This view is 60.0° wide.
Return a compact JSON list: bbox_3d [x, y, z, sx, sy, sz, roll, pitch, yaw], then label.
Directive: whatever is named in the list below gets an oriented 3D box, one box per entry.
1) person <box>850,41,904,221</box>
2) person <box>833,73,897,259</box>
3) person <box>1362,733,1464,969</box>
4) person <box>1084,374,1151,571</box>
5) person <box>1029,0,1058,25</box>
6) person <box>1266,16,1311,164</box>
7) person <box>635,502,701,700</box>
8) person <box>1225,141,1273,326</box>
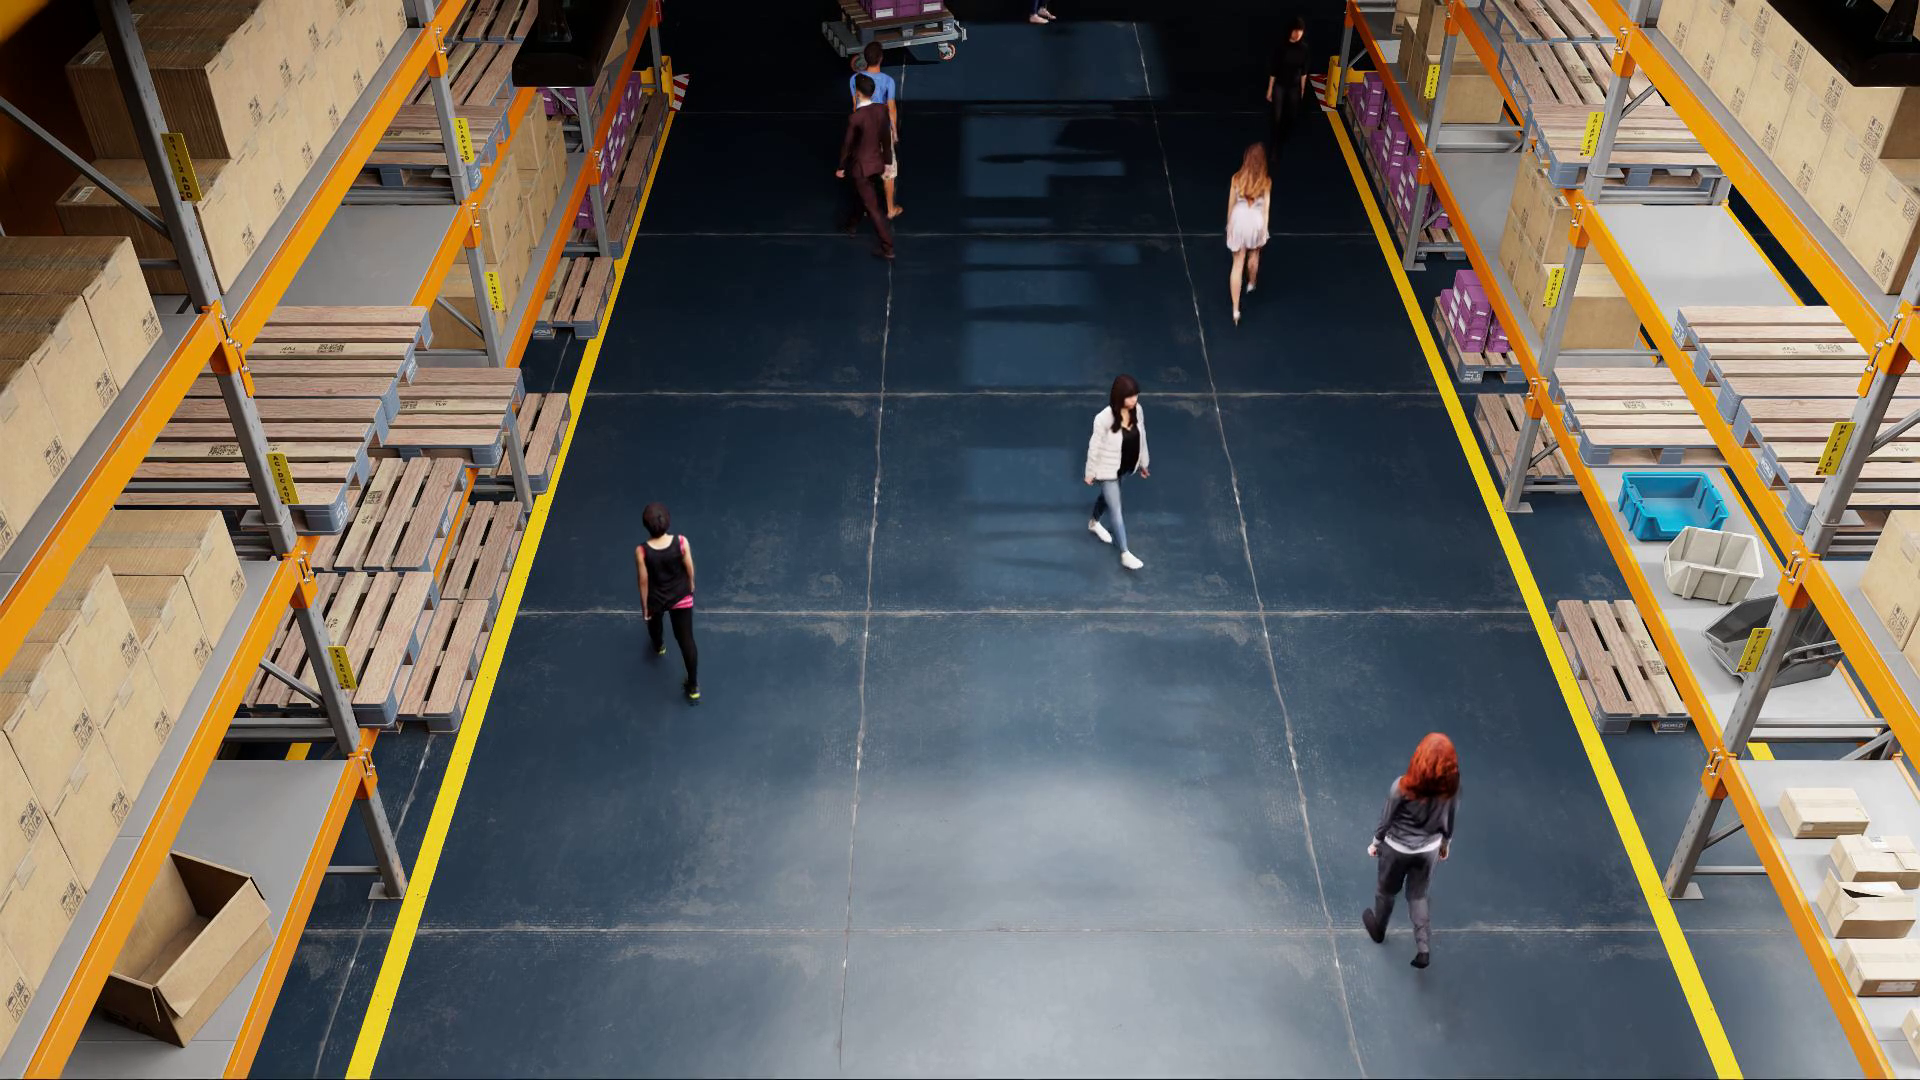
[{"bbox_3d":[-0.877,-4.213,17.140,0.701,1.862,0.634,9,39,11],"label":"person"},{"bbox_3d":[-0.873,-3.652,16.474,1.217,1.815,1.210,28,46,30],"label":"person"},{"bbox_3d":[2.642,1.851,9.625,0.679,1.764,0.898,-6,39,-7],"label":"person"},{"bbox_3d":[1.142,-0.610,12.834,0.991,1.605,1.096,-25,45,-28],"label":"person"},{"bbox_3d":[0.979,-7.483,21.345,0.727,1.722,0.625,11,40,13],"label":"person"},{"bbox_3d":[3.582,-5.012,18.326,0.582,1.630,0.785,1,39,2],"label":"person"},{"bbox_3d":[-2.015,0.443,11.591,0.796,1.510,1.105,-12,40,-15],"label":"person"},{"bbox_3d":[2.649,-2.805,15.476,0.777,1.737,1.061,12,40,14],"label":"person"}]
